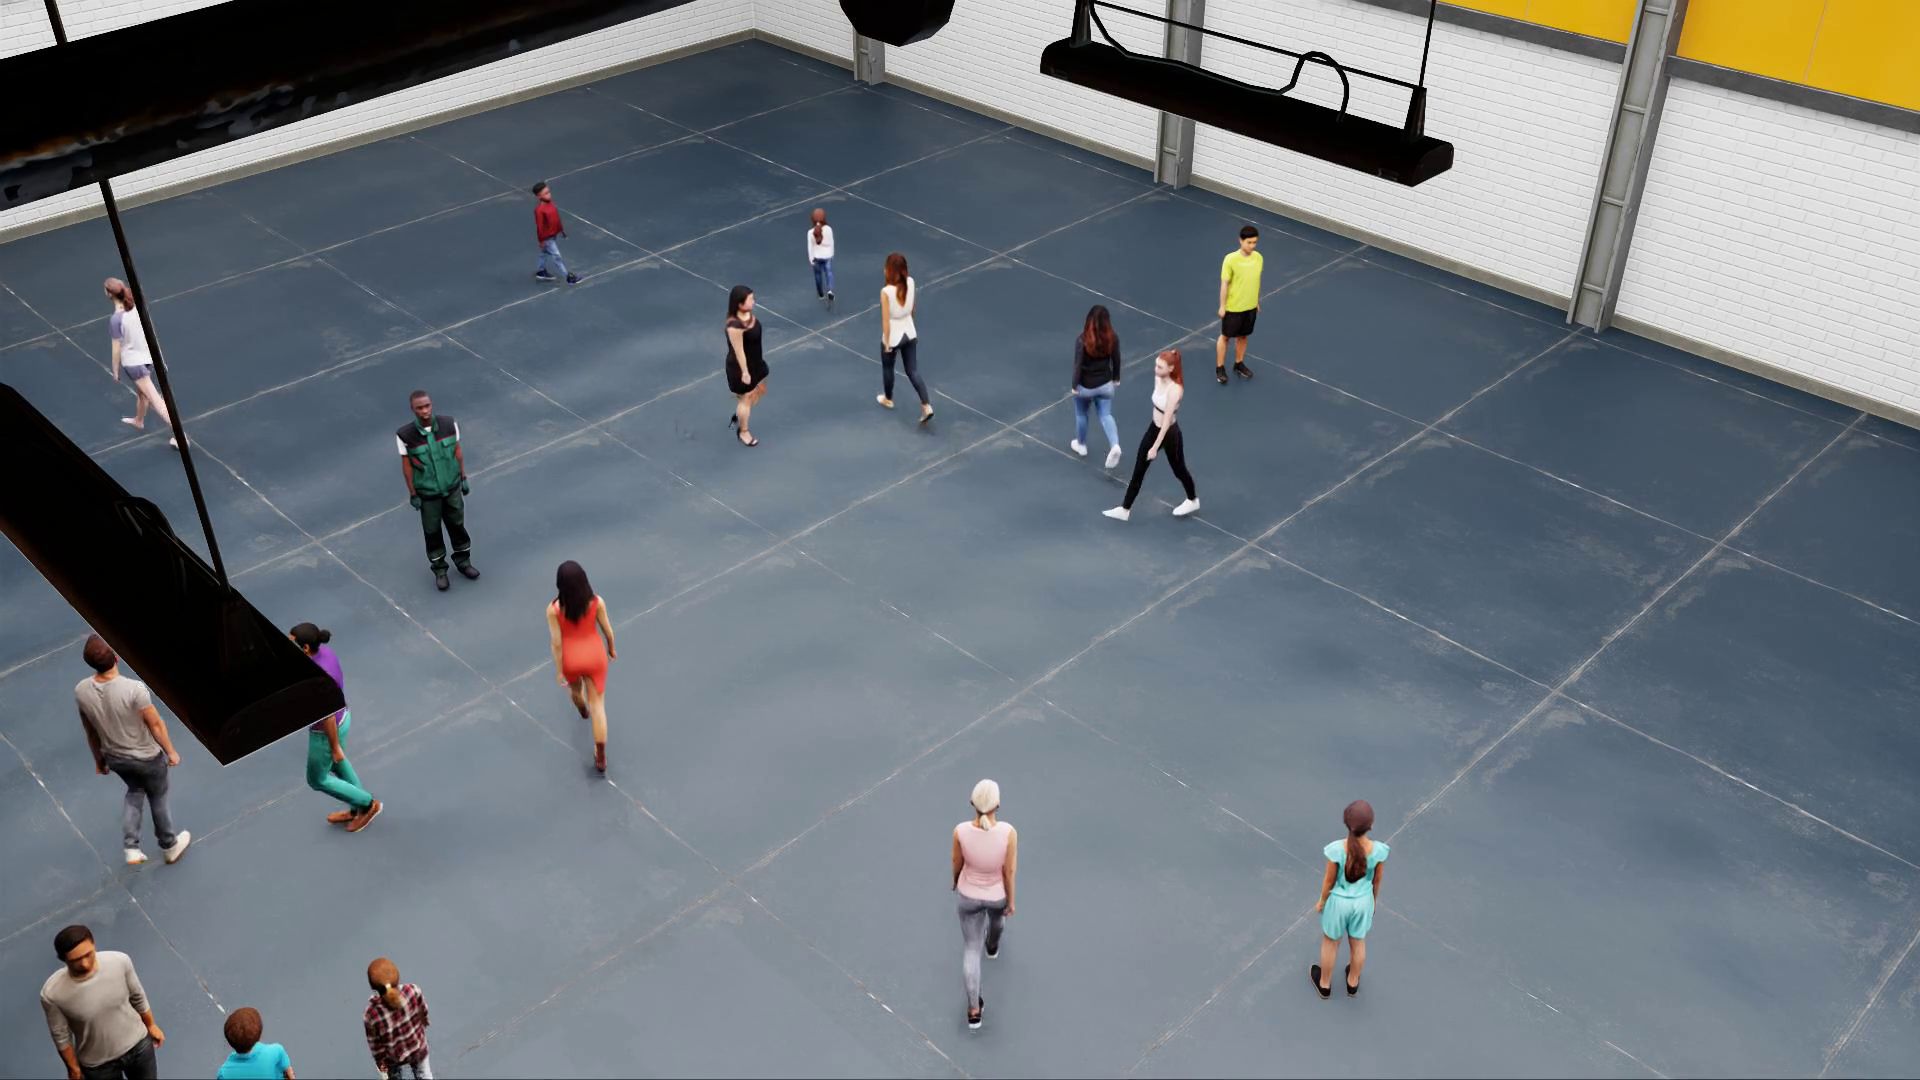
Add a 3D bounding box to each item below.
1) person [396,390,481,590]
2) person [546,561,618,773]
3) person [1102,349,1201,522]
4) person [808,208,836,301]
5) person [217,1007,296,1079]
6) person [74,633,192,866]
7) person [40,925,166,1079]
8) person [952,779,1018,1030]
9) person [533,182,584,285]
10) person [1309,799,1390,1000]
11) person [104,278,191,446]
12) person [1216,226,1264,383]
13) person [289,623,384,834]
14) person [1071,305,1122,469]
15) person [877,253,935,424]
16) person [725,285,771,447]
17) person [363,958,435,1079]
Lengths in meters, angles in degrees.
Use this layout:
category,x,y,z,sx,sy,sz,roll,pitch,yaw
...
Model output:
category,x,y,z,sx,sy,sz,roll,pitch,yaw
person,-4.429,-0.453,14.085,0.709,1.840,0.643,-23,40,-30
person,-2.727,0.950,12.134,0.948,1.663,1.211,-11,35,-16
person,1.926,-0.904,14.899,0.998,1.690,1.204,-12,36,-18
person,-1.558,-3.234,18.932,0.617,1.105,0.713,-7,34,-10
person,-3.745,3.148,9.036,0.614,1.432,0.719,-19,38,-27
person,-5.565,1.492,11.121,0.887,1.882,0.946,2,34,3
person,-4.712,2.795,9.227,0.649,1.809,0.527,-28,43,-35
person,0.134,2.233,10.185,1.075,1.684,1.091,3,34,4
person,-4.827,-3.551,19.305,0.940,1.221,0.777,8,34,12
person,2.407,2.231,10.302,0.640,1.558,0.701,0,34,0
person,-7.840,-1.664,16.022,1.199,1.714,0.909,12,35,17
person,2.897,-2.470,17.239,0.694,1.707,0.653,-13,36,-19
person,-4.282,1.296,11.528,0.829,1.757,0.751,-10,35,-14
person,1.321,-1.424,15.752,0.908,1.612,1.093,-13,36,-18
person,-0.533,-1.970,16.446,0.716,1.753,1.109,-21,39,-28
person,-2.161,-1.675,16.045,0.861,1.705,0.808,2,34,3
person,-3.158,2.924,9.517,0.582,1.272,0.912,-25,41,-33
